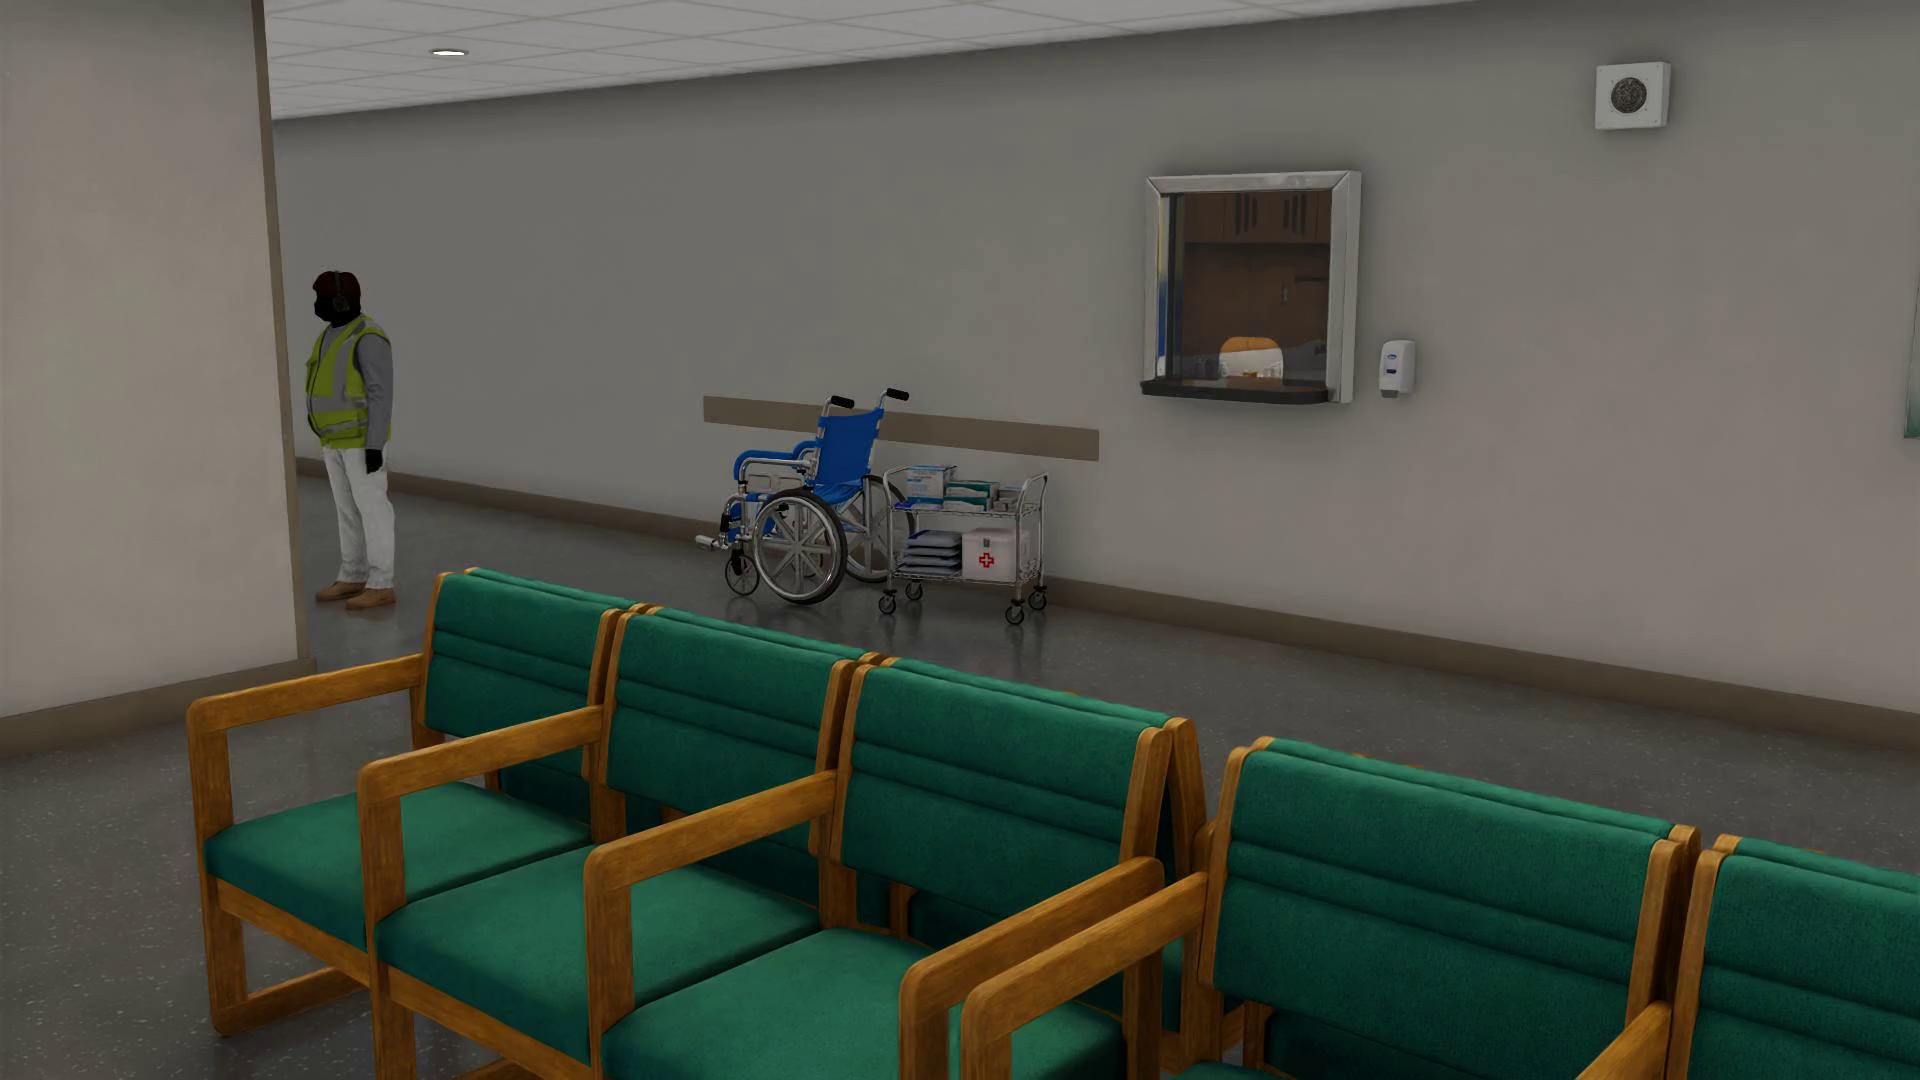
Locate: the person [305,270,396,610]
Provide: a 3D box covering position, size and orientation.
[{"bbox_3d":[-3.324,-0.542,9.079,0.624,1.841,0.430,10,14,44],"label":"person"}]
